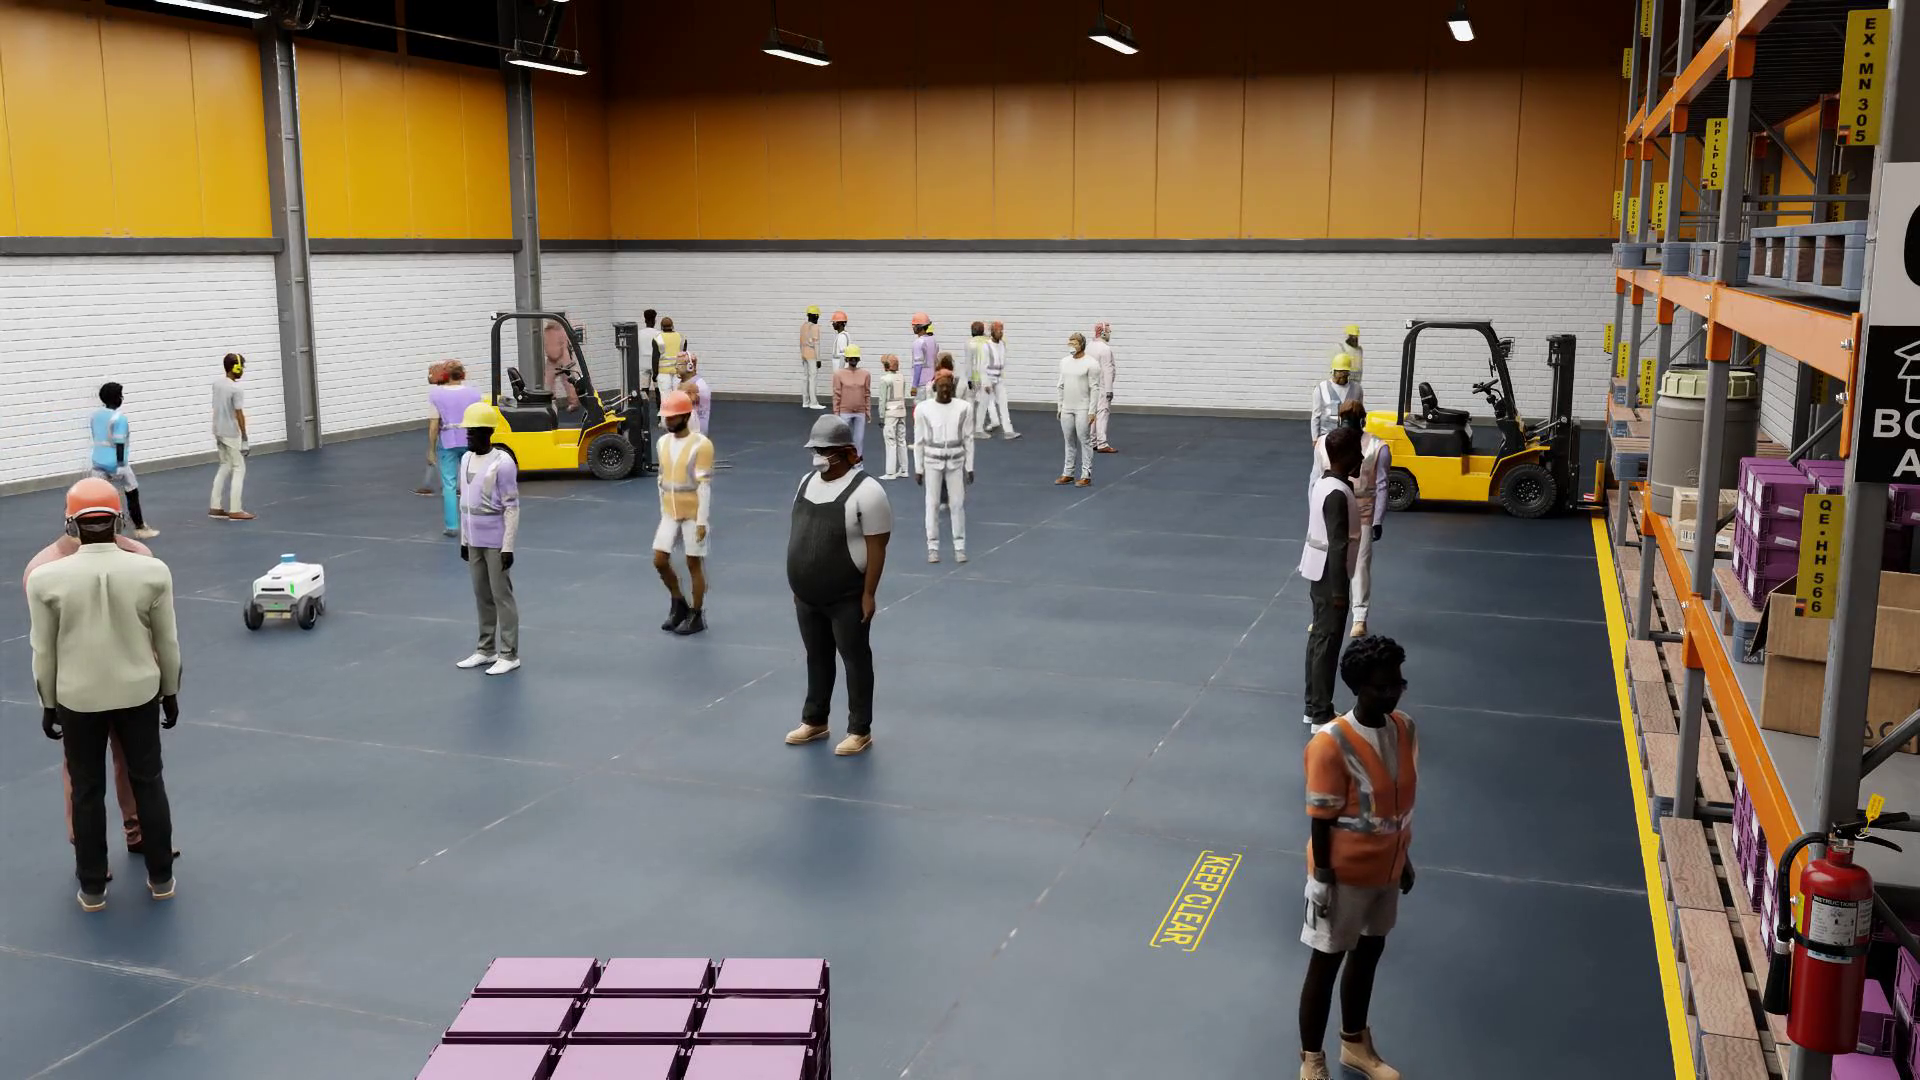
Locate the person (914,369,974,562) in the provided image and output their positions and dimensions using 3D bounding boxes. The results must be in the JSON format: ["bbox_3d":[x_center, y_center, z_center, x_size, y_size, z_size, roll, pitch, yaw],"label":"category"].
[{"bbox_3d":[-0.148,-0.697,15.874,0.581,1.867,0.391,-2,10,-9],"label":"person"}]

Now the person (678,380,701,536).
[{"bbox_3d":[-2.827,-0.847,17.372,0.301,1.641,0.505,-5,11,-26],"label":"person"}]

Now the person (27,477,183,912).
[{"bbox_3d":[-3.903,0.702,7.641,0.607,1.987,0.411,-7,12,-34],"label":"person"}]

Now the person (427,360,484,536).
[{"bbox_3d":[-5.229,-0.951,17.338,0.620,1.839,0.393,-7,12,-34],"label":"person"}]

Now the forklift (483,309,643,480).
[{"bbox_3d":[-5.354,-1.902,21.697,2.313,2.155,1.214,-2,10,-13],"label":"forklift"}]

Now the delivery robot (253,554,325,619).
[{"bbox_3d":[-5.375,0.356,13.333,0.477,0.478,0.707,0,10,-2],"label":"delivery robot"}]

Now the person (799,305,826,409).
[{"bbox_3d":[-2.750,-3.388,30.838,0.383,1.921,0.586,-7,12,-34],"label":"person"}]

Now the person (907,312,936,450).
[{"bbox_3d":[-0.573,-2.355,24.666,0.366,2.048,0.607,4,11,20],"label":"person"}]

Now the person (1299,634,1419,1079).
[{"bbox_3d":[1.413,1.158,5.865,0.537,1.695,0.320,-8,13,-37],"label":"person"}]

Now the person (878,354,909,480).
[{"bbox_3d":[-0.874,-1.588,21.529,0.321,1.631,0.514,7,12,34],"label":"person"}]

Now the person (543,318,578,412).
[{"bbox_3d":[-7.282,-3.202,29.981,0.670,1.856,0.976,6,12,29],"label":"person"}]

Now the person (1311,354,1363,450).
[{"bbox_3d":[4.236,-1.177,18.664,0.595,1.823,0.403,-1,10,-4],"label":"person"}]

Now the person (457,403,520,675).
[{"bbox_3d":[-3.359,-0.013,11.800,0.593,1.930,0.355,8,13,38],"label":"person"}]

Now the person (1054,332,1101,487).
[{"bbox_3d":[1.472,-1.636,20.920,0.632,1.940,0.372,9,13,41],"label":"person"}]

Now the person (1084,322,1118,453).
[{"bbox_3d":[2.080,-2.231,24.361,0.409,1.907,0.651,-4,11,-23],"label":"person"}]

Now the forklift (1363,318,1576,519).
[{"bbox_3d":[5.787,-1.437,19.079,2.313,2.155,1.214,3,11,19],"label":"forklift"}]

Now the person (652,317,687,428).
[{"bbox_3d":[-4.842,-2.788,27.701,0.620,1.837,0.430,-6,12,-30],"label":"person"}]

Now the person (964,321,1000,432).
[{"bbox_3d":[0.349,-2.655,27.086,0.646,1.804,0.913,-7,12,-33],"label":"person"}]

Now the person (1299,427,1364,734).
[{"bbox_3d":[2.312,0.252,10.343,0.390,1.920,0.588,1,10,5],"label":"person"}]

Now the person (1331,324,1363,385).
[{"bbox_3d":[6.068,-2.523,26.307,0.597,1.806,0.700,-5,11,-24],"label":"person"}]

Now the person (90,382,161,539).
[{"bbox_3d":[-8.668,-0.773,16.888,0.537,1.655,0.878,5,11,28],"label":"person"}]

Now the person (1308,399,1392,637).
[{"bbox_3d":[3.007,-0.172,12.946,0.626,1.846,0.429,5,11,28],"label":"person"}]

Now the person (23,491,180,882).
[{"bbox_3d":[-4.115,0.668,8.036,0.408,1.908,0.642,5,11,28],"label":"person"}]

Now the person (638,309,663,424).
[{"bbox_3d":[-5.188,-2.897,27.947,0.614,1.962,0.365,1,10,3],"label":"person"}]

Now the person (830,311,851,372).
[{"bbox_3d":[-1.984,-2.835,27.674,0.355,1.938,0.544,0,10,0],"label":"person"}]

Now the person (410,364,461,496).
[{"bbox_3d":[-6.322,-1.323,20.088,0.781,1.594,0.516,2,10,10],"label":"person"}]

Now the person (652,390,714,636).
[{"bbox_3d":[-2.156,-0.199,12.896,0.542,1.922,0.422,5,11,28],"label":"person"}]

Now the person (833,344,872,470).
[{"bbox_3d":[-1.377,-1.636,21.409,0.526,1.768,0.331,-4,11,-23],"label":"person"}]

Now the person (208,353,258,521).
[{"bbox_3d":[-8.051,-1.130,18.319,0.601,1.849,0.478,7,12,34],"label":"person"}]

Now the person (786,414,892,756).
[{"bbox_3d":[-0.778,0.264,9.933,0.672,2.000,0.536,8,13,37],"label":"person"}]

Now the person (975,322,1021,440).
[{"bbox_3d":[0.567,-2.462,25.847,0.936,1.836,0.587,9,14,43],"label":"person"}]

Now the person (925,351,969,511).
[{"bbox_3d":[-0.130,-1.228,18.922,0.538,1.829,0.462,-2,10,-10],"label":"person"}]

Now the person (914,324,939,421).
[{"bbox_3d":[-0.541,-2.696,27.377,0.528,1.767,0.329,-7,12,-36],"label":"person"}]

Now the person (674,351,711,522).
[{"bbox_3d":[-2.906,-1.056,17.748,0.410,1.908,0.643,-7,12,-34],"label":"person"}]
